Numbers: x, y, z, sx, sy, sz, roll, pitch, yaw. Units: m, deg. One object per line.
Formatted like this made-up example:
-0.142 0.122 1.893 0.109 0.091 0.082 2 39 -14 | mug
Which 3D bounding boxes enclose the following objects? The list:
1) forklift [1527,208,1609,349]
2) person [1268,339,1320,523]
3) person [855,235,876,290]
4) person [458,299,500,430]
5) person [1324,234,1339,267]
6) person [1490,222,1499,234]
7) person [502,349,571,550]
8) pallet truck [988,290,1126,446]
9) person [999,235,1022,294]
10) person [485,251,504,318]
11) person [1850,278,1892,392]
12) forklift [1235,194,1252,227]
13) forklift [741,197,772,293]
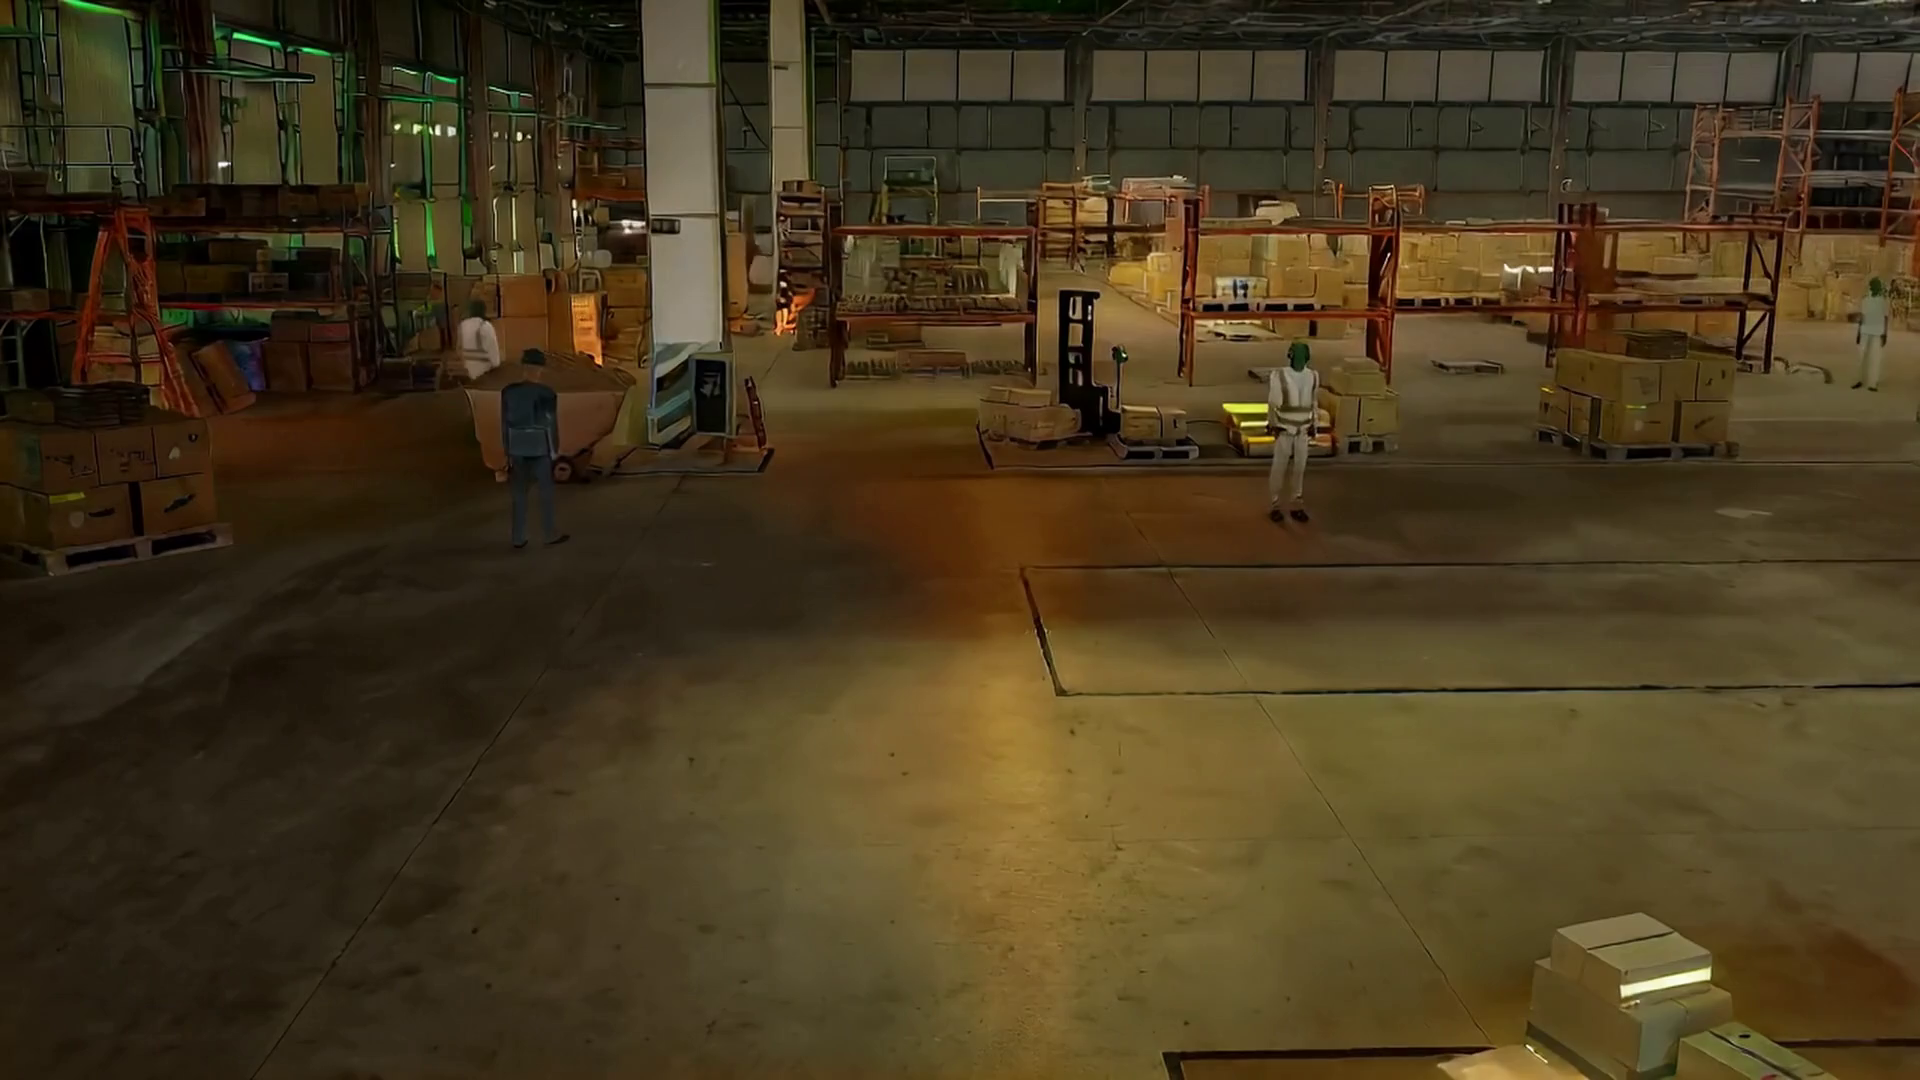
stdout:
12.692 -5.320 33.739 1.873 2.768 1.129 0 12 -2 | forklift
3.413 -1.114 17.019 0.572 1.885 0.358 -4 13 -16 | person
-2.914 -8.574 50.675 0.615 1.882 0.956 3 13 12 | person
-6.698 -2.410 23.023 0.635 1.818 0.710 9 15 34 | person
12.294 -9.631 55.486 0.652 1.877 1.058 3 13 15 | person
17.131 -9.314 53.855 0.611 1.965 0.820 -4 13 -15 | person
-4.058 -0.859 15.861 0.582 1.894 0.598 3 13 11 | person
1.257 -2.299 22.111 1.885 1.965 0.823 -9 15 -35 | pallet truck
1.331 -7.115 44.031 0.641 1.920 0.647 -2 13 -11 | person
-11.473 -6.268 40.867 0.518 1.633 0.314 11 17 41 | person
14.922 -3.356 27.208 0.321 1.859 0.513 -7 14 -29 | person
9.319 -9.986 54.809 1.873 2.768 1.129 0 12 -2 | forklift
-6.139 -8.606 48.577 1.873 2.768 1.129 0 12 -2 | forklift
